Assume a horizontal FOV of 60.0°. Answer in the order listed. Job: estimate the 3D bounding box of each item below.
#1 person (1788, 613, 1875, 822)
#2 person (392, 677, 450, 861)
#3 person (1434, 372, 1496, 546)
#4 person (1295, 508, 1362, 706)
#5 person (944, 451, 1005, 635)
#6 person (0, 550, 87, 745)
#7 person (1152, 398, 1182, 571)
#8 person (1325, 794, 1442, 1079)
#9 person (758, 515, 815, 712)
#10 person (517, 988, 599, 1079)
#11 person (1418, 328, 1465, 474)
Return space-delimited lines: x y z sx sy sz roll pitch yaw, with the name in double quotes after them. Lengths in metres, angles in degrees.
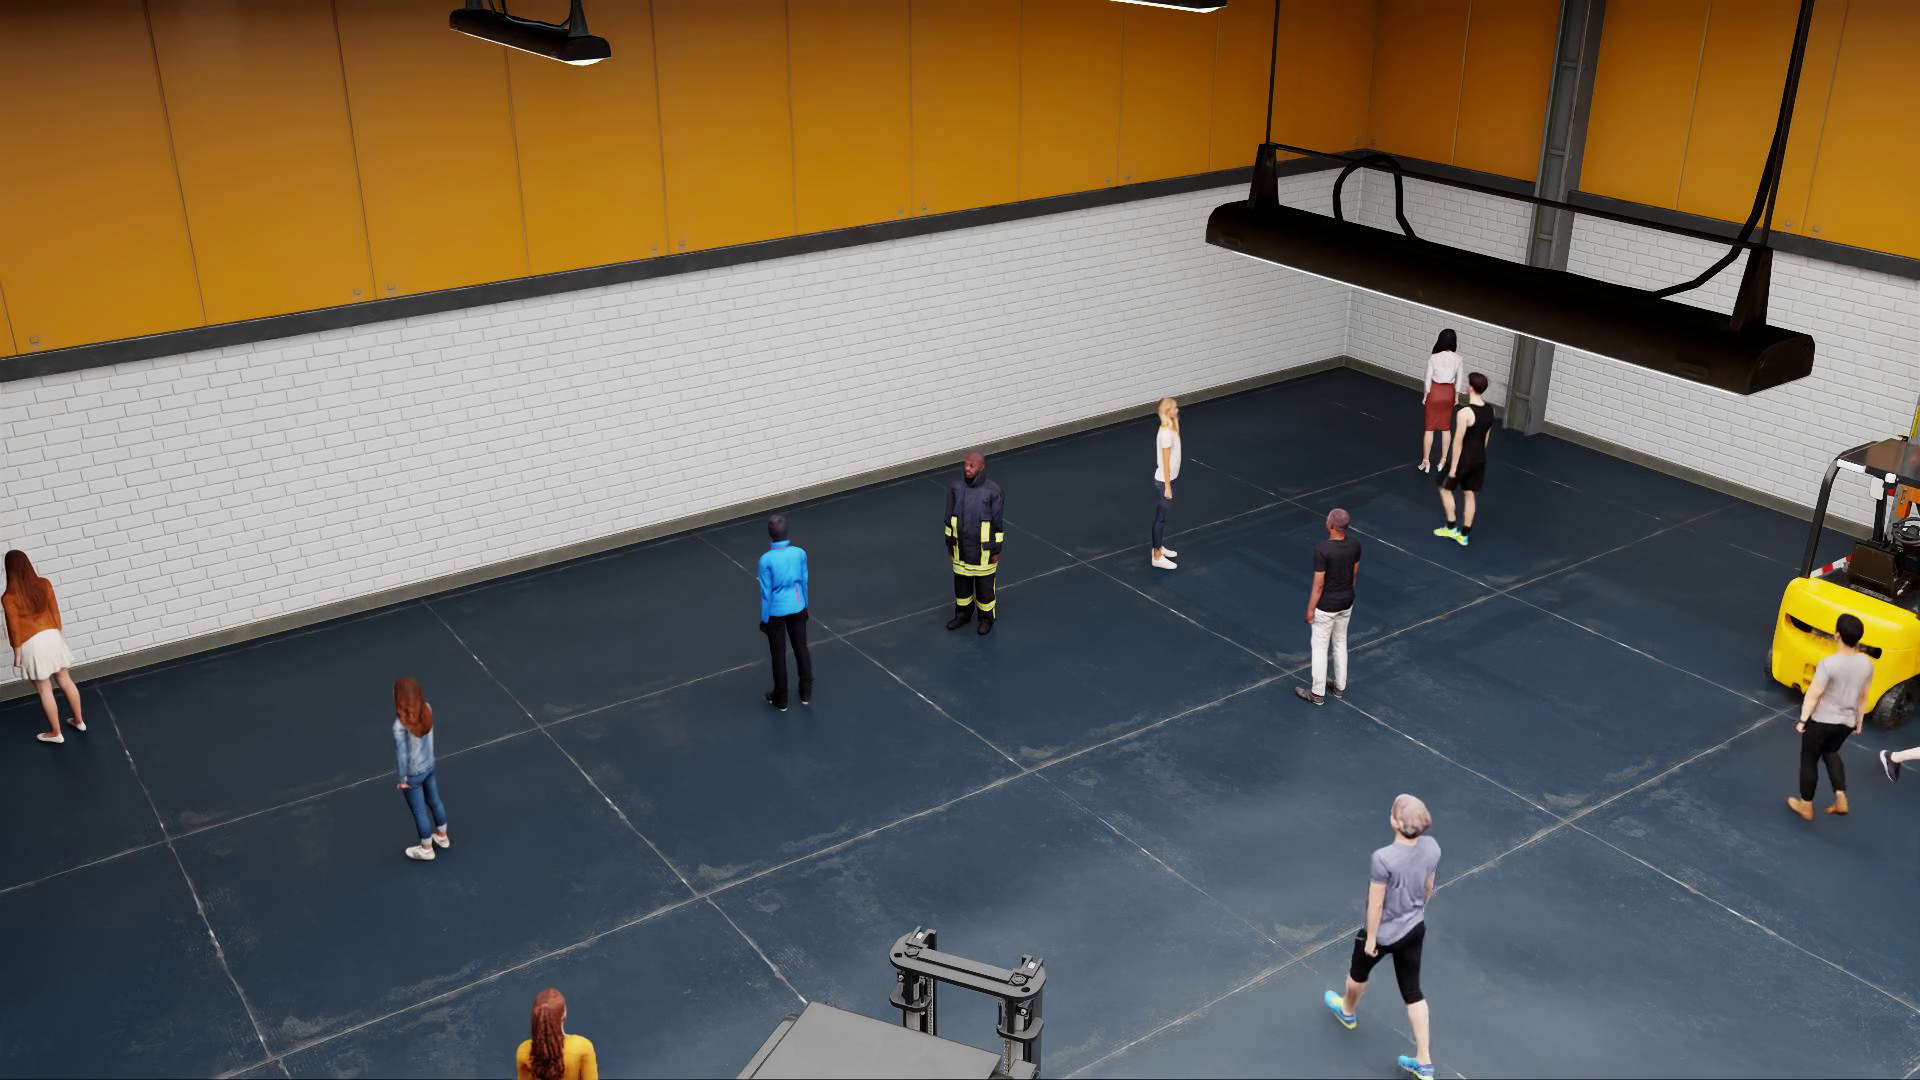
6.682 1.407 12.668 0.782 1.705 0.844 -4 24 -9 "person"
-4.010 1.683 12.323 0.664 1.475 0.625 7 25 15 "person"
5.403 -0.815 17.535 0.750 1.878 0.671 -12 26 -25 "person"
3.231 0.569 14.461 0.684 1.804 0.601 -13 27 -27 "person"
0.140 0.000 15.742 0.814 1.821 0.923 10 25 21 "person"
-7.658 0.876 13.862 0.714 1.721 0.699 12 26 26 "person"
2.109 -0.606 17.145 0.719 1.809 0.651 3 24 7 "person"
2.709 2.440 10.131 0.875 1.845 1.276 -9 25 -20 "person"
-1.508 0.620 14.355 0.616 1.797 0.534 -14 27 -29 "person"
-2.083 3.152 8.692 0.955 1.694 1.244 -4 24 -9 "person"
5.656 -1.641 19.585 0.672 1.751 0.689 -1 24 -1 "person"
